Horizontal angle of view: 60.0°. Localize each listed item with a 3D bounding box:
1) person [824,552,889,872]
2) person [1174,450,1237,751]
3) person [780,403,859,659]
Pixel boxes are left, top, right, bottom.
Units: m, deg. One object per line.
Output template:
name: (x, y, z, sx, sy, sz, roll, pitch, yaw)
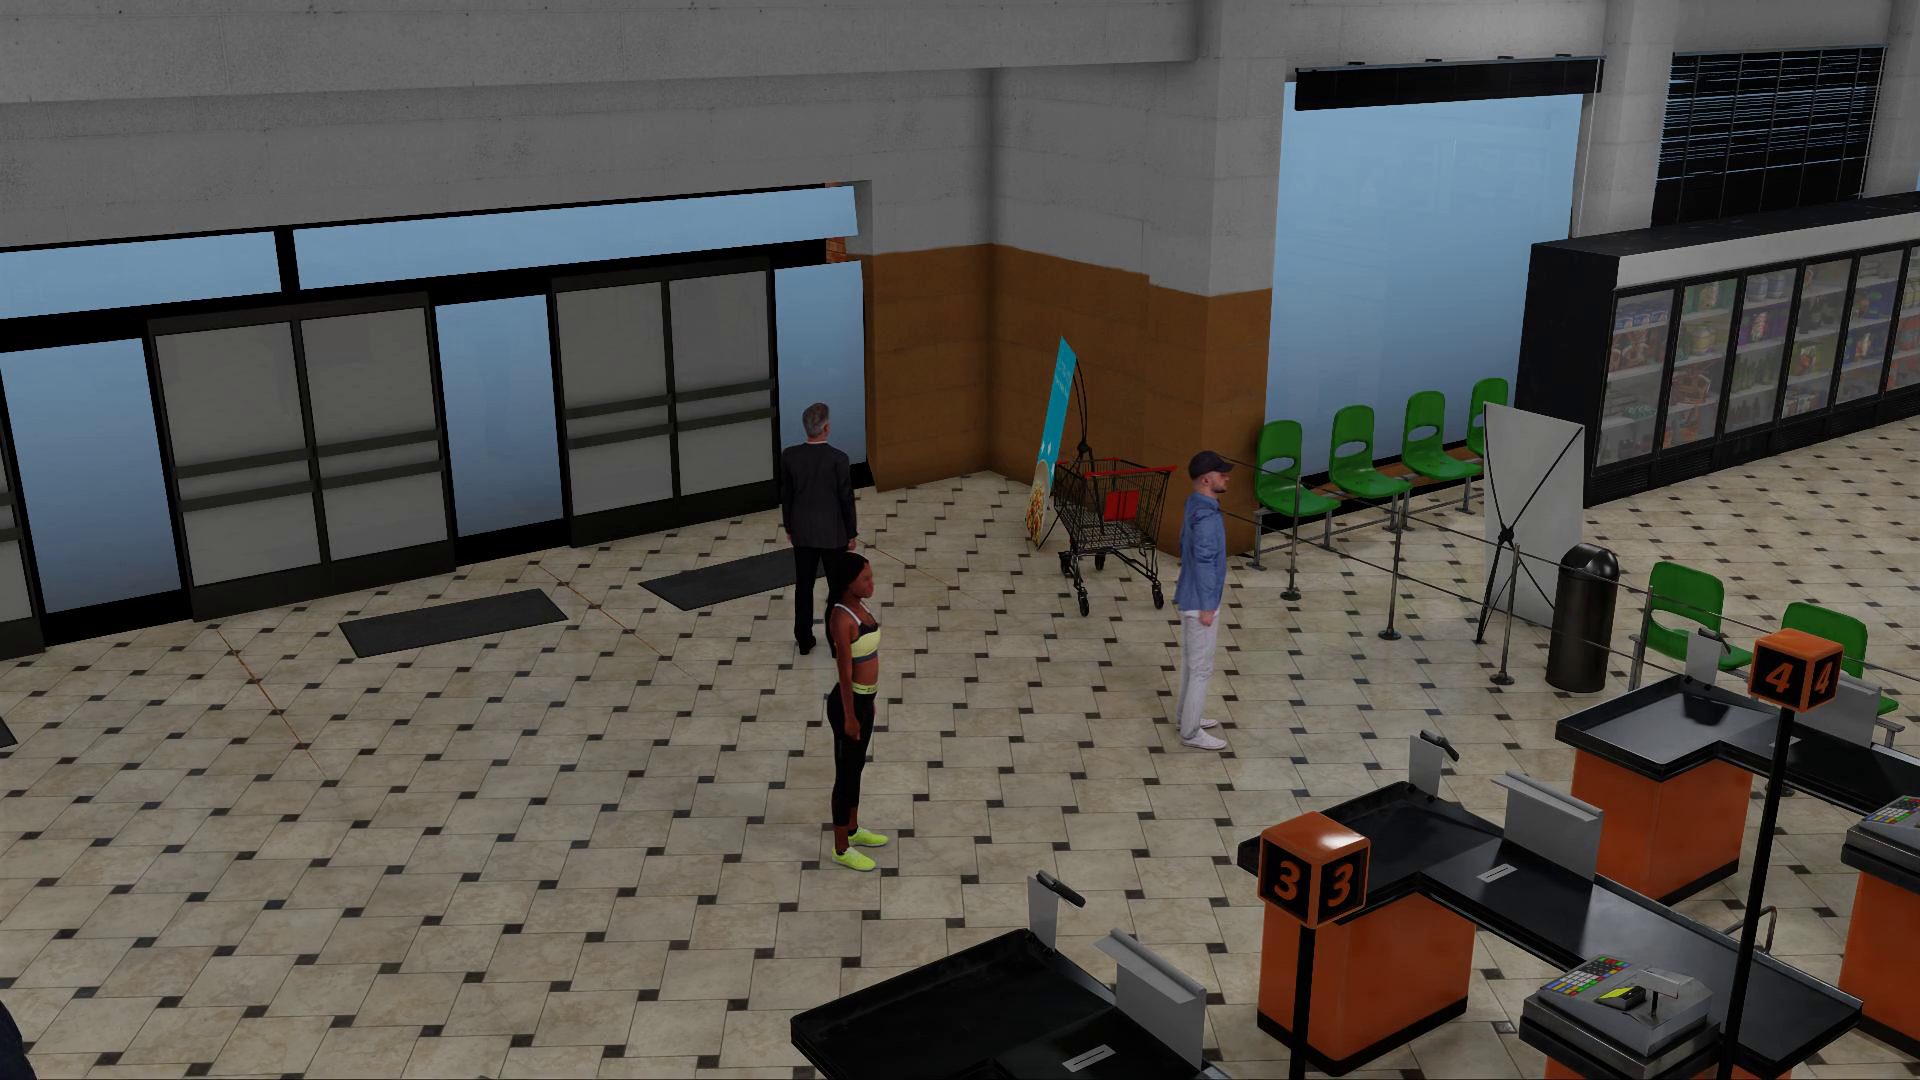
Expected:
person: (-0.587, 0.899, 8.929, 0.695, 1.755, 0.639, 4, 19, 11)
person: (1.496, 0.355, 10.335, 0.797, 1.887, 0.693, 0, 19, -1)
person: (-0.979, -0.071, 11.671, 0.775, 1.842, 0.863, 5, 19, 15)
